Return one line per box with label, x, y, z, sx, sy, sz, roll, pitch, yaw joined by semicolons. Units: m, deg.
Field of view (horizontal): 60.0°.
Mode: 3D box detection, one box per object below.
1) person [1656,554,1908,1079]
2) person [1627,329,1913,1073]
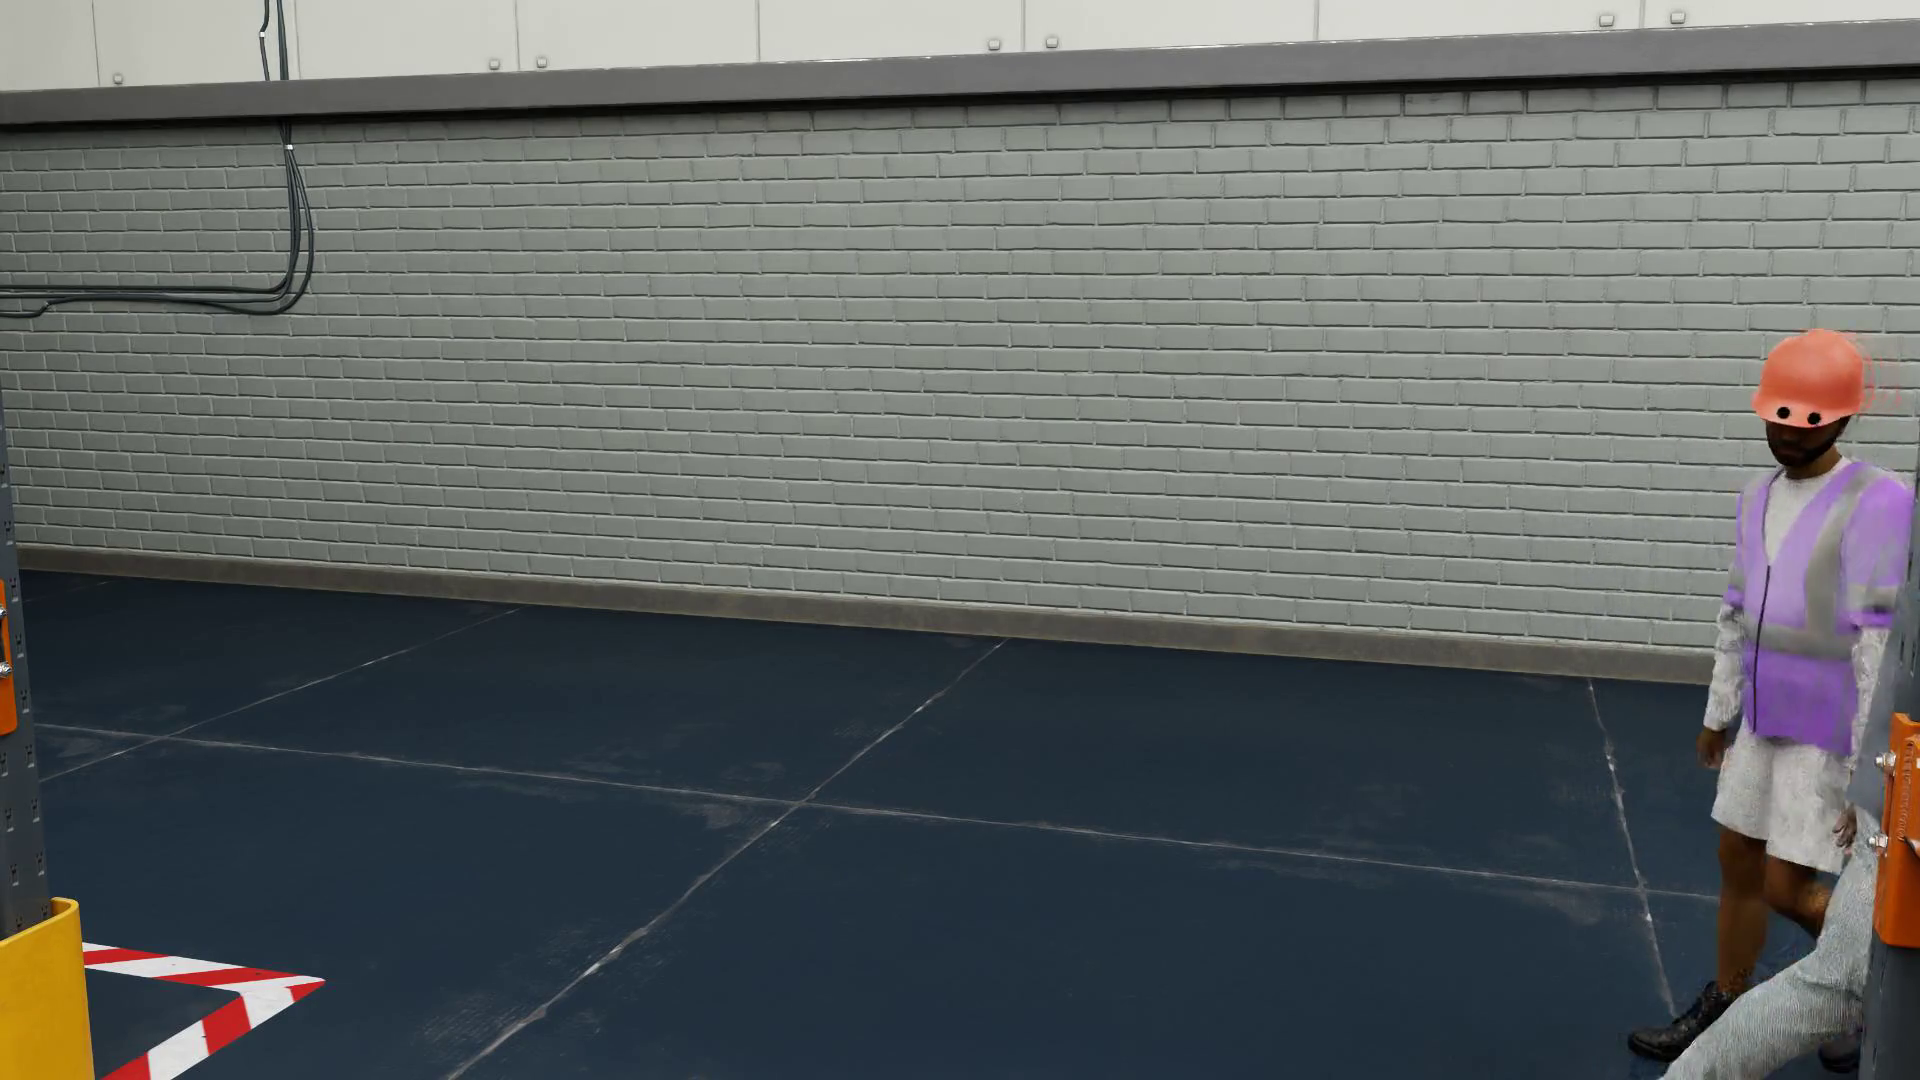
person;1.936;0.577;3.417;1.011;1.885;0.648;6;11;31
person;2.077;0.440;4.084;0.540;1.913;0.606;-1;10;-7
